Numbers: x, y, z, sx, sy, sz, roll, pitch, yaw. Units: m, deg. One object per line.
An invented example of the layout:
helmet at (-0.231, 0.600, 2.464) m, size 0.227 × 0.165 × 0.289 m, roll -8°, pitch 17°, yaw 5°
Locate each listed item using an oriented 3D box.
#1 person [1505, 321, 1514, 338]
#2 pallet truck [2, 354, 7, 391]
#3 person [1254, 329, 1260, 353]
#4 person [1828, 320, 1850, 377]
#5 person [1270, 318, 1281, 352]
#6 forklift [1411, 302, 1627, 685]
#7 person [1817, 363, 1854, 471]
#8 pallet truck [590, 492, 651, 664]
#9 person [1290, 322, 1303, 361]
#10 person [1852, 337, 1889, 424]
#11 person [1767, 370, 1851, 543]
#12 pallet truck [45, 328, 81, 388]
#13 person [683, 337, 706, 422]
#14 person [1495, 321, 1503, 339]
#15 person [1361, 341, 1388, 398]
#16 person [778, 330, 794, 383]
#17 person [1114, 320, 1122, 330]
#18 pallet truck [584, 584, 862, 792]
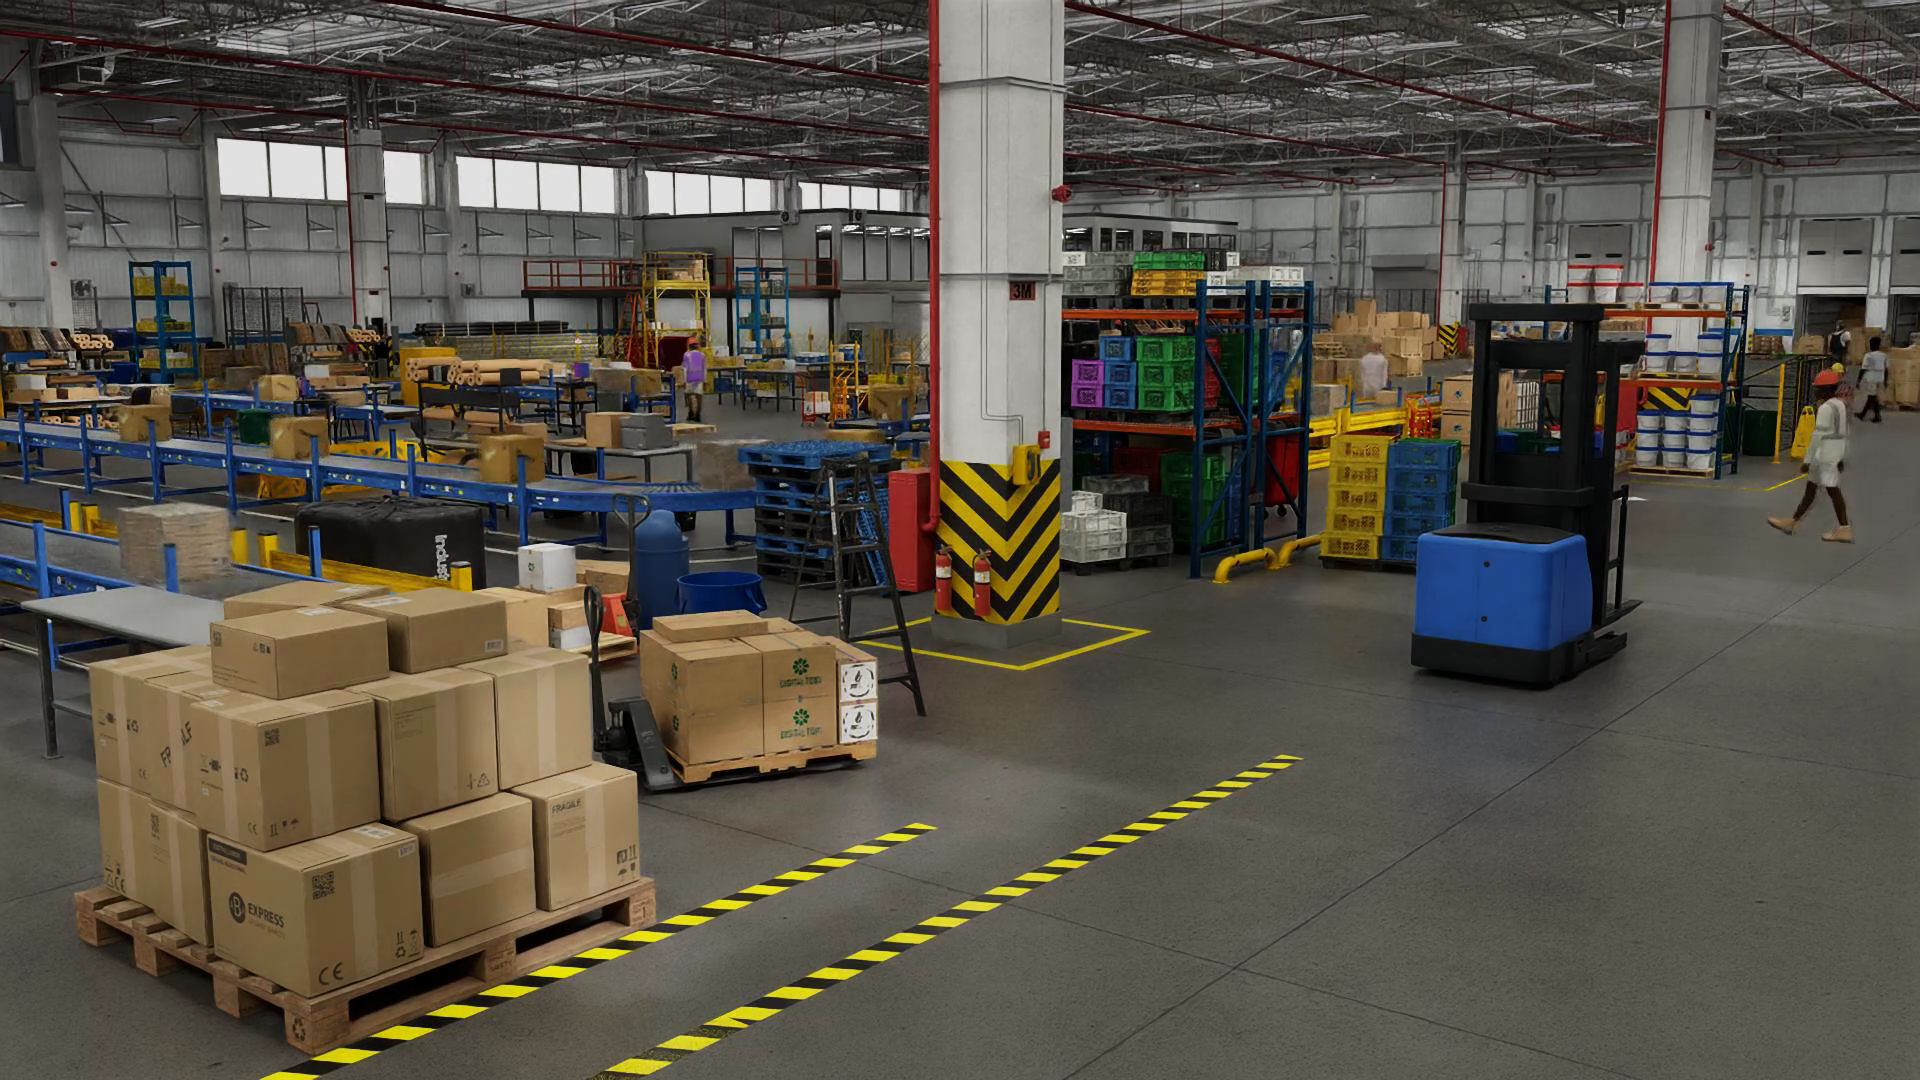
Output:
person at (26.016, -9.800, 79.070) m, size 0.969 × 1.949 × 0.616 m, roll 6°, pitch 10°, yaw 34°
pallet truck at (-24.881, -4.417, 42.634) m, size 1.885 × 1.965 × 0.823 m, roll 8°, pitch 11°, yaw 41°
person at (12.378, -8.175, 68.648) m, size 0.526 × 1.812 × 0.736 m, roll 0°, pitch 8°, yaw -2°
person at (30.084, -6.542, 56.814) m, size 0.794 × 2.000 × 0.689 m, roll -2°, pitch 9°, yaw -11°
person at (12.416, -7.767, 65.487) m, size 0.391 × 1.920 × 0.593 m, roll -4°, pitch 9°, yaw -27°
forklift at (4.379, -0.438, 12.852) m, size 1.129 × 2.768 × 1.873 m, roll 7°, pitch 11°, yaw 37°
person at (14.305, -2.012, 27.202) m, size 0.528 × 1.767 × 0.330 m, roll 5°, pitch 10°, yaw 32°
pallet truck at (-3.115, 0.344, 12.883) m, size 0.653 × 1.274 × 1.630 m, roll 7°, pitch 11°, yaw 37°
person at (12.225, -6.995, 60.465) m, size 0.718 × 1.866 × 0.588 m, roll -3°, pitch 9°, yaw -21°
person at (20.348, -3.570, 37.187) m, size 0.632 × 1.911 × 0.984 m, roll -2°, pitch 9°, yaw -14°
person at (10.004, -0.982, 19.470) m, size 1.003 × 1.995 × 0.639 m, roll 7°, pitch 11°, yaw 40°
pallet truck at (-23.775, -4.544, 43.495) m, size 1.885 × 1.965 × 0.823 m, roll 6°, pitch 10°, yaw 35°
person at (-6.025, -3.624, 37.607) m, size 0.594 × 1.894 × 0.714 m, roll -5°, pitch 10°, yaw -32°
person at (25.902, -9.872, 79.780) m, size 0.967 × 1.889 × 0.604 m, roll 7°, pitch 11°, yaw 40°
person at (8.935, -3.352, 35.888) m, size 0.635 × 1.870 × 0.960 m, roll 7°, pitch 11°, yaw 38°
person at (-5.685, -5.977, 54.116) m, size 0.856 × 1.702 × 0.508 m, roll 6°, pitch 11°, yaw 37°
person at (5.740, -7.054, 60.603) m, size 0.353 × 1.942 × 0.545 m, roll -2°, pitch 9°, yaw -12°
pallet truck at (-1.426, 0.805, 10.019) m, size 1.601 × 1.201 × 0.680 m, roll -4°, pitch 9°, yaw -26°
